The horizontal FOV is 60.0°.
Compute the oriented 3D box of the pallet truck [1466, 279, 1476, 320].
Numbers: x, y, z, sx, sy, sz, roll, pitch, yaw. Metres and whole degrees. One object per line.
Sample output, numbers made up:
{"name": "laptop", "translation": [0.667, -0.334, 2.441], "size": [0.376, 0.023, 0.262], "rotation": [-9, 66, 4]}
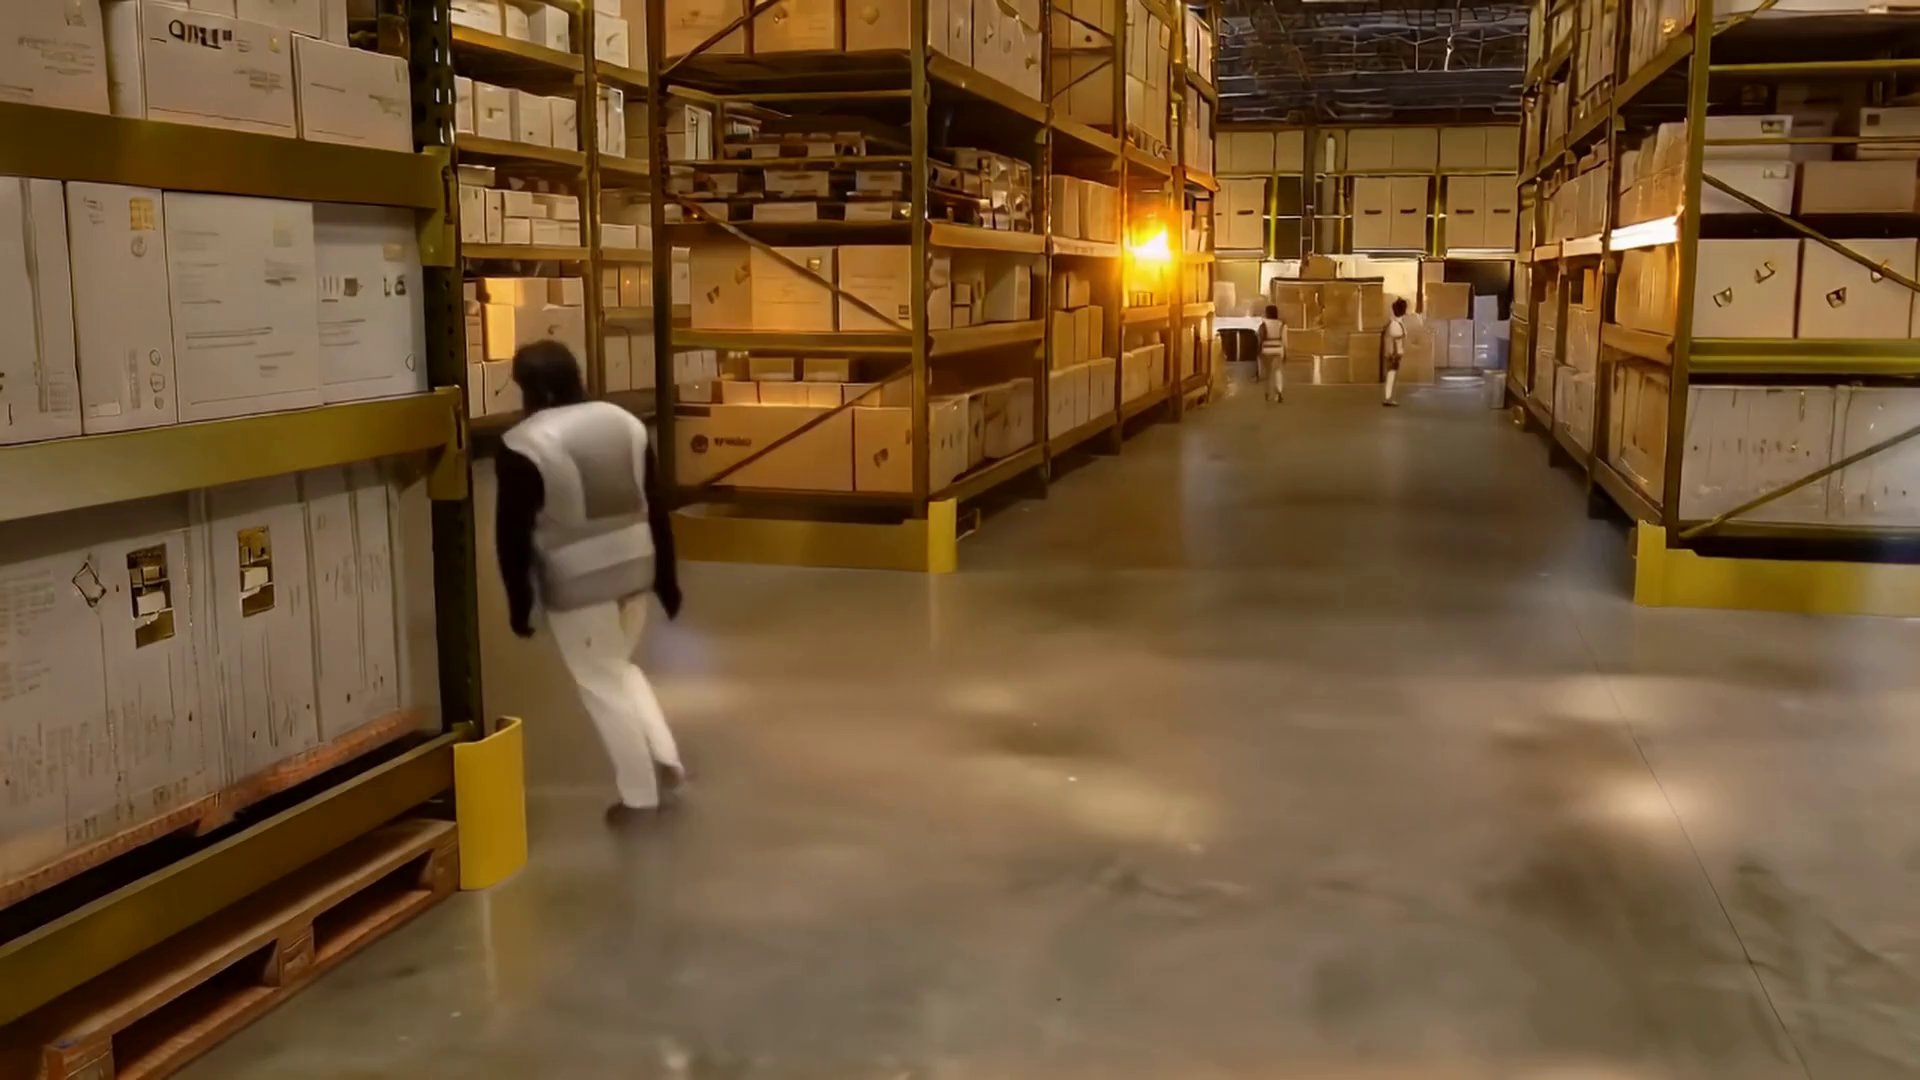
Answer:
{"name": "pallet truck", "translation": [18.896, -8.459, 60.307], "size": [1.885, 1.965, 0.823], "rotation": [5, 10, 31]}

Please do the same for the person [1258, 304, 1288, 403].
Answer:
{"name": "person", "translation": [5.095, -3.037, 27.089], "size": [0.502, 1.614, 0.761], "rotation": [1, 9, 5]}

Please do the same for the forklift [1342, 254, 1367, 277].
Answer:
{"name": "forklift", "translation": [13.037, -8.079, 55.101], "size": [1.873, 2.768, 1.129], "rotation": [-4, 10, -22]}

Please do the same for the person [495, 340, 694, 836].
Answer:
{"name": "person", "translation": [-1.336, 0.189, 6.000], "size": [0.567, 1.800, 0.642], "rotation": [6, 11, 34]}

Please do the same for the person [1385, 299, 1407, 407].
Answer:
{"name": "person", "translation": [6.864, -2.945, 26.222], "size": [0.320, 1.697, 0.537], "rotation": [3, 9, 16]}
